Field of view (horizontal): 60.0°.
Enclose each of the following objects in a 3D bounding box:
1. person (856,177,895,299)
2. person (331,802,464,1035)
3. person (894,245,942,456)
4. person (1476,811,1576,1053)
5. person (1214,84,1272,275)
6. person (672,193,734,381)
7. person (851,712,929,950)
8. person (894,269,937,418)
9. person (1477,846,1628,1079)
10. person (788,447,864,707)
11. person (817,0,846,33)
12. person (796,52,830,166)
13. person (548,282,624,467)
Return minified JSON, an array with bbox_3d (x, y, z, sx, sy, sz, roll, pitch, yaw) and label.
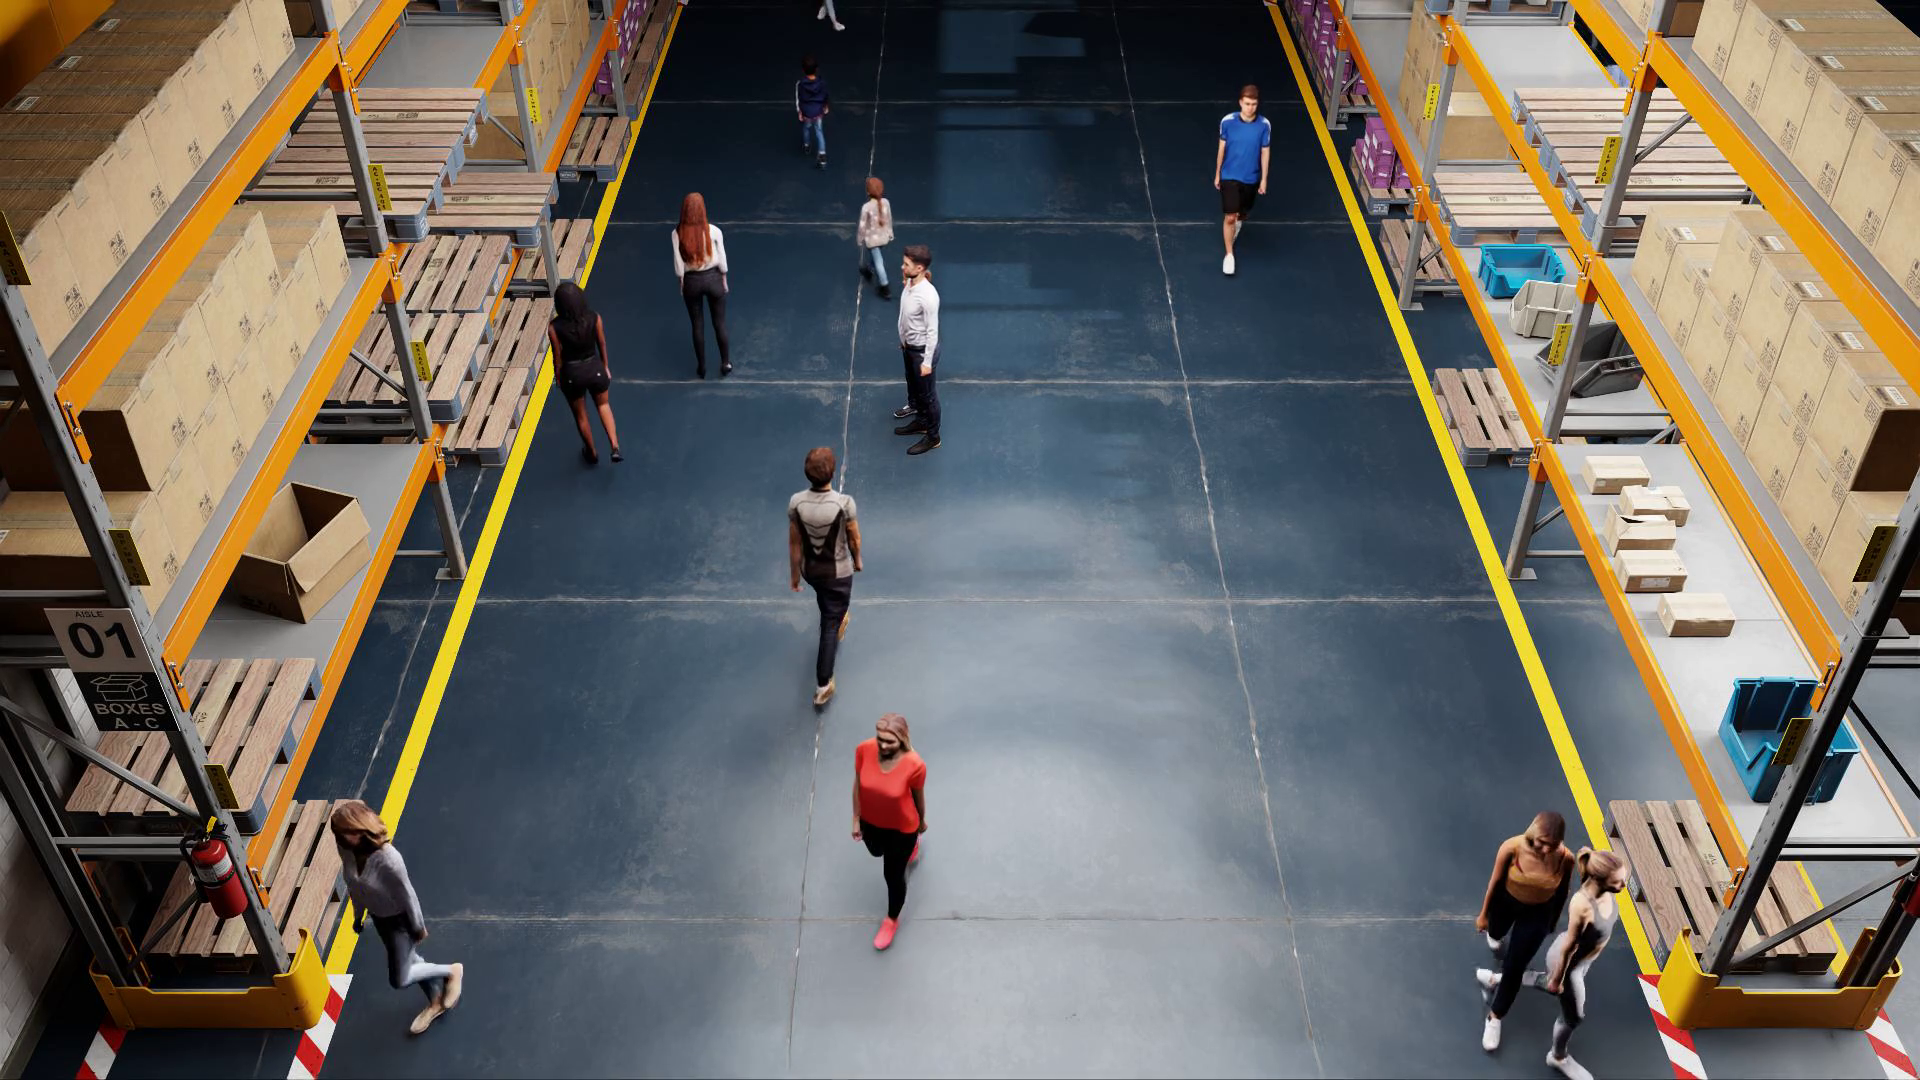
[{"bbox_3d":[-0.770,-2.839,15.739,0.766,1.168,0.875,-25,45,-28],"label":"person"},{"bbox_3d":[-3.065,2.018,9.168,0.771,1.778,0.833,20,43,24],"label":"person"},{"bbox_3d":[-0.311,-1.576,13.596,0.753,1.868,0.621,-13,40,-15],"label":"person"},{"bbox_3d":[3.123,2.019,9.316,0.870,1.592,1.202,14,41,17],"label":"person"},{"bbox_3d":[2.721,-3.571,16.116,0.711,1.842,1.156,3,39,3],"label":"person"},{"bbox_3d":[-2.234,-2.197,14.461,0.620,1.759,0.526,-4,39,-6],"label":"person"},{"bbox_3d":[-0.385,1.589,9.791,0.883,1.670,1.124,16,41,19],"label":"person"},{"bbox_3d":[-0.348,-1.647,13.934,0.679,1.557,0.601,-26,45,-29],"label":"person"},{"bbox_3d":[3.231,2.225,8.987,1.028,1.681,1.009,29,47,31],"label":"person"},{"bbox_3d":[-0.920,0.274,11.299,0.837,1.843,1.283,7,39,9],"label":"person"},{"bbox_3d":[-1.693,-7.269,20.907,0.858,1.641,1.186,-5,39,-6],"label":"person"},{"bbox_3d":[-1.578,-4.629,17.956,0.682,1.198,0.901,-11,40,-13],"label":"person"},{"bbox_3d":[-2.990,-1.257,13.309,0.794,1.729,0.912,-19,42,-22],"label":"person"}]
